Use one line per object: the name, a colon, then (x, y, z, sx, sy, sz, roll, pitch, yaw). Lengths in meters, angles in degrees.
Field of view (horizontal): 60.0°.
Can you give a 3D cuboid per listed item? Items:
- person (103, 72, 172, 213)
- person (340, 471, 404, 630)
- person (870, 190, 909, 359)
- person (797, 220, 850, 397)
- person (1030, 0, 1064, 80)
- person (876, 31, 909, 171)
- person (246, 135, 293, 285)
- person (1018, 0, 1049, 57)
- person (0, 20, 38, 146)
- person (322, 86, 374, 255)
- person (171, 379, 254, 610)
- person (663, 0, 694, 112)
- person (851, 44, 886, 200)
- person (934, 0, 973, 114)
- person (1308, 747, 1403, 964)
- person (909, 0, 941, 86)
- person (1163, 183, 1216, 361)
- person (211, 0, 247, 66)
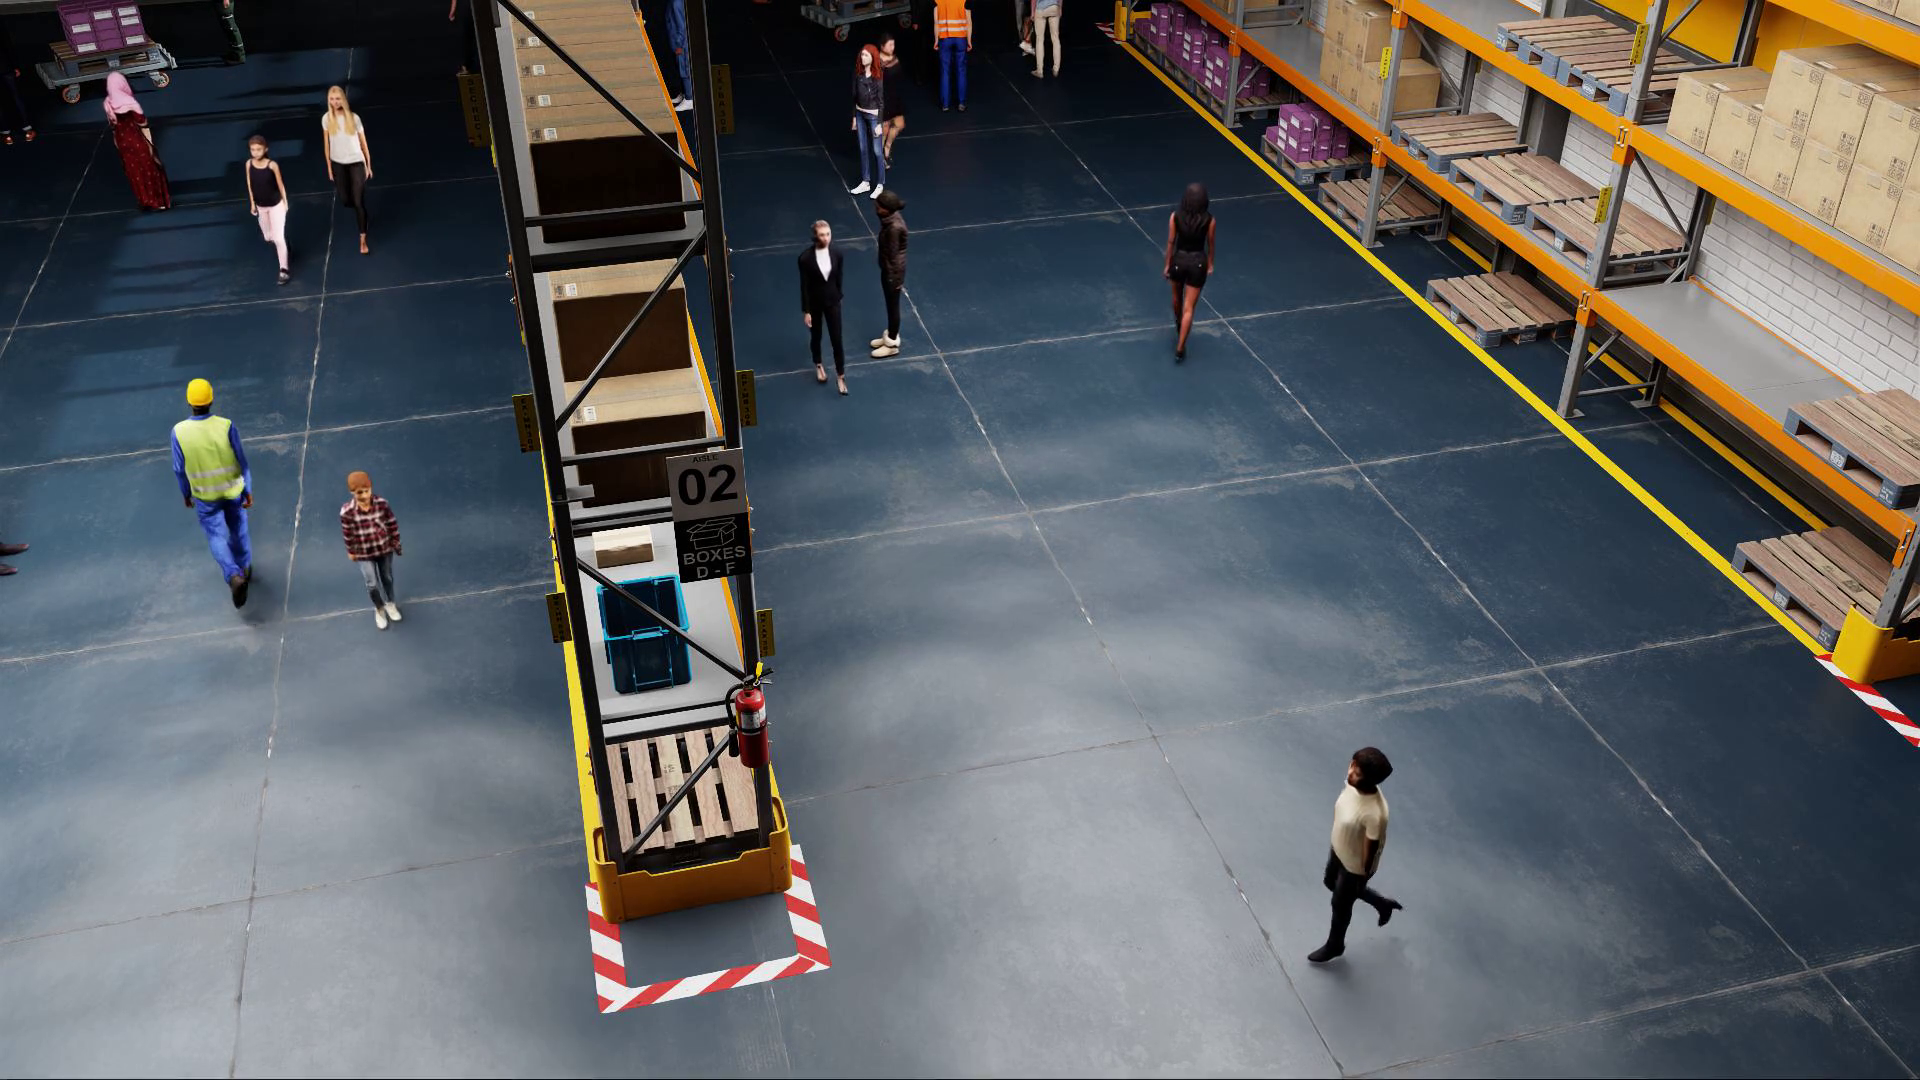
person: (-9.444, -4.543, 19.008, 0.768, 1.639, 0.767, 5, 34, 8)
person: (-4.408, 0.023, 12.449, 0.597, 1.297, 0.603, -19, 38, -26)
person: (-0.640, -2.586, 16.046, 0.644, 1.659, 0.584, 11, 35, 15)
person: (-1.314, -2.198, 15.444, 0.666, 1.680, 0.873, -11, 35, -16)
person: (1.205, -7.357, 23.055, 0.667, 1.847, 0.553, -11, 35, -17)
person: (-0.967, -5.315, 20.112, 0.834, 1.703, 0.778, 18, 38, 26)
person: (-7.288, -3.544, 17.589, 0.677, 1.546, 0.991, 0, 34, 0)
person: (0.981, -7.823, 23.760, 0.848, 1.841, 0.752, -15, 36, -21)
person: (-12.105, -5.901, 20.890, 0.745, 1.819, 0.682, -17, 37, -24)
person: (-6.661, -4.081, 18.162, 0.659, 1.806, 0.988, -6, 34, -9)
person: (-5.582, -0.331, 12.539, 0.835, 1.785, 1.145, -17, 37, -24)
person: (-3.723, -6.613, 21.971, 0.731, 1.807, 0.477, -9, 35, -13)
person: (-1.056, -4.885, 19.392, 0.660, 1.784, 0.727, 20, 38, 27)
person: (-0.094, -6.574, 21.838, 0.734, 1.888, 0.712, 0, 34, 0)
person: (2.317, 1.804, 9.518, 0.698, 1.576, 0.762, -5, 34, -8)
person: (-0.488, -7.199, 22.876, 0.660, 1.781, 0.646, -15, 36, -21)
person: (2.176, -2.538, 15.938, 0.979, 1.699, 1.196, 8, 34, 12)
person: (-10.467, -7.689, 23.557, 0.774, 1.843, 0.633, -19, 38, -27)
